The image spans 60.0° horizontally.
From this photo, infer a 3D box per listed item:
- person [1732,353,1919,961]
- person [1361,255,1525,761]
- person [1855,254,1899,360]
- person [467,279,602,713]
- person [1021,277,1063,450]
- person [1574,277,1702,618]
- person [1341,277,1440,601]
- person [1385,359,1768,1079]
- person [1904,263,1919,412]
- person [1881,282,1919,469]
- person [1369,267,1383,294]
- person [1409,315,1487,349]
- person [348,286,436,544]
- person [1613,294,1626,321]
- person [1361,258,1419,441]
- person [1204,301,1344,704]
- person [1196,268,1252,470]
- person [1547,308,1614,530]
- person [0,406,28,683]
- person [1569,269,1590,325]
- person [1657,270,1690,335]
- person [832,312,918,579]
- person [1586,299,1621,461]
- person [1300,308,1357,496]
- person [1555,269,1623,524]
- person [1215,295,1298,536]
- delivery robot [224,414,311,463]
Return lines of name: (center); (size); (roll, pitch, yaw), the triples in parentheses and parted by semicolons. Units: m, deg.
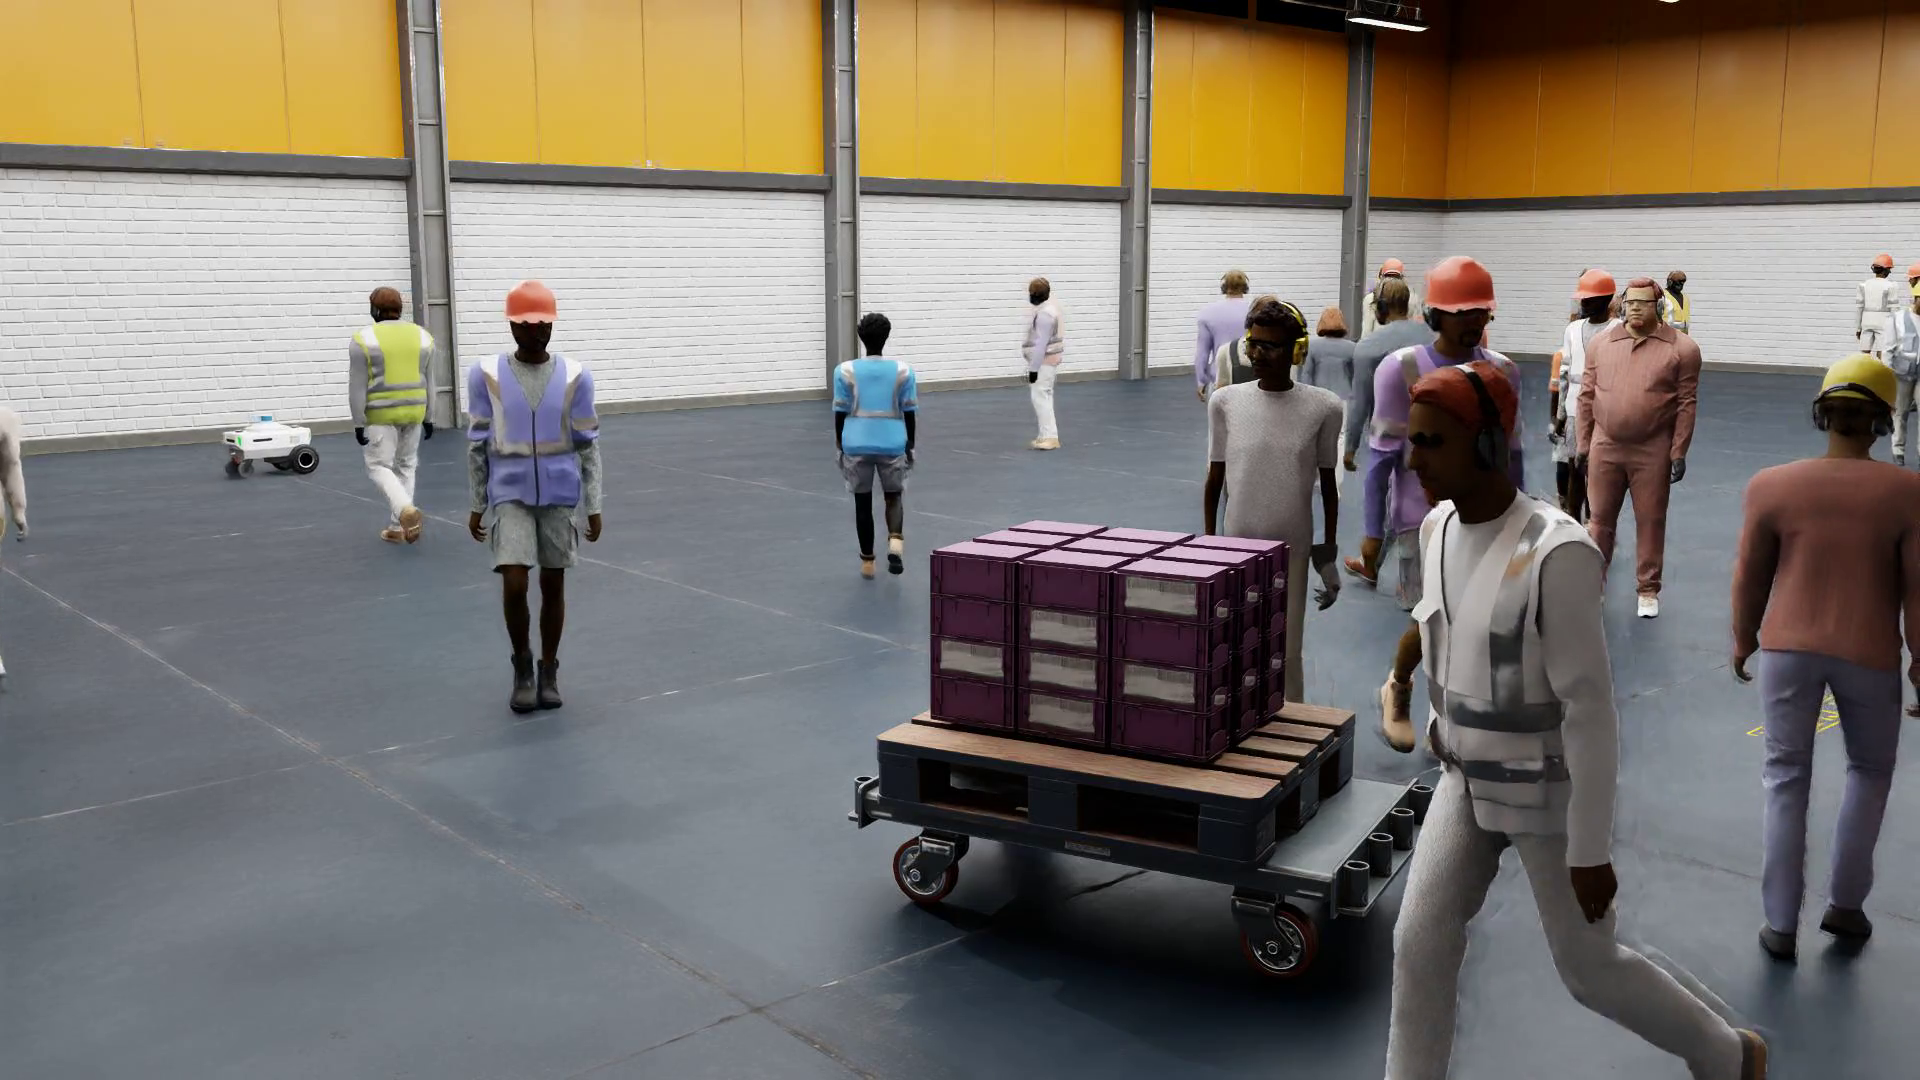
person: (2.521, 0.336, 4.825); (0.557, 1.732, 0.578); (6, 12, 33)
person: (1.897, -0.077, 6.445); (0.717, 2.020, 0.505); (-3, 10, -16)
person: (13.158, -3.063, 23.860); (0.378, 2.045, 0.605); (-6, 11, -32)
person: (-1.862, -0.177, 7.324); (0.579, 1.919, 0.529); (-3, 10, -19)
person: (0.855, -1.841, 17.454); (0.431, 1.809, 0.699); (2, 10, 10)
person: (3.783, -0.519, 9.373); (0.642, 1.909, 0.410); (6, 12, 33)
person: (2.532, -0.597, 9.866); (0.646, 1.890, 0.963); (-5, 11, -29)
person: (1.279, 0.523, 3.534); (0.991, 1.835, 0.602); (-3, 10, -15)
person: (12.451, -2.633, 21.672); (0.376, 1.932, 0.543); (4, 10, 22)
person: (9.093, -1.568, 15.822); (0.598, 1.799, 0.890); (5, 11, 27)
person: (7.319, -3.803, 28.782); (0.566, 1.843, 0.389); (9, 13, 44)
person: (3.153, -0.819, 11.049); (0.683, 1.928, 0.964); (0, 10, 2)
person: (-3.906, -0.845, 11.536); (0.694, 1.823, 0.631); (9, 14, 44)
person: (7.387, -1.933, 18.561); (0.911, 1.586, 0.535); (-1, 10, -8)
person: (4.654, -2.043, 18.034); (0.619, 1.994, 0.381); (1, 10, 3)
person: (1.137, 0.063, 6.097); (0.521, 1.864, 0.335); (2, 10, 14)
person: (2.374, -1.376, 14.350); (0.640, 1.915, 0.671); (3, 10, 15)
person: (4.439, -0.824, 11.778); (0.540, 1.682, 0.607); (3, 10, 15)
person: (-4.719, -0.114, 7.909); (0.832, 1.597, 0.510); (9, 13, 42)
person: (8.367, -2.697, 22.300); (0.523, 1.844, 0.733); (0, 10, 1)
person: (9.211, -2.564, 21.555); (0.621, 1.838, 0.429); (-5, 11, -26)
person: (-0.527, -0.573, 10.344); (0.535, 1.684, 0.403); (-1, 10, -8)
person: (6.401, -1.561, 16.389); (0.825, 1.597, 0.519); (3, 10, 17)
person: (3.138, -1.168, 14.092); (0.525, 1.574, 0.865); (1, 10, 5)
person: (4.304, -0.871, 11.350); (0.377, 1.932, 0.551); (-7, 12, -35)
person: (1.807, -0.605, 10.241); (0.509, 1.779, 0.987); (1, 10, 7)
delivery robot: (-6.401, -0.918, 15.384); (0.477, 0.478, 0.707); (9, 13, 43)
